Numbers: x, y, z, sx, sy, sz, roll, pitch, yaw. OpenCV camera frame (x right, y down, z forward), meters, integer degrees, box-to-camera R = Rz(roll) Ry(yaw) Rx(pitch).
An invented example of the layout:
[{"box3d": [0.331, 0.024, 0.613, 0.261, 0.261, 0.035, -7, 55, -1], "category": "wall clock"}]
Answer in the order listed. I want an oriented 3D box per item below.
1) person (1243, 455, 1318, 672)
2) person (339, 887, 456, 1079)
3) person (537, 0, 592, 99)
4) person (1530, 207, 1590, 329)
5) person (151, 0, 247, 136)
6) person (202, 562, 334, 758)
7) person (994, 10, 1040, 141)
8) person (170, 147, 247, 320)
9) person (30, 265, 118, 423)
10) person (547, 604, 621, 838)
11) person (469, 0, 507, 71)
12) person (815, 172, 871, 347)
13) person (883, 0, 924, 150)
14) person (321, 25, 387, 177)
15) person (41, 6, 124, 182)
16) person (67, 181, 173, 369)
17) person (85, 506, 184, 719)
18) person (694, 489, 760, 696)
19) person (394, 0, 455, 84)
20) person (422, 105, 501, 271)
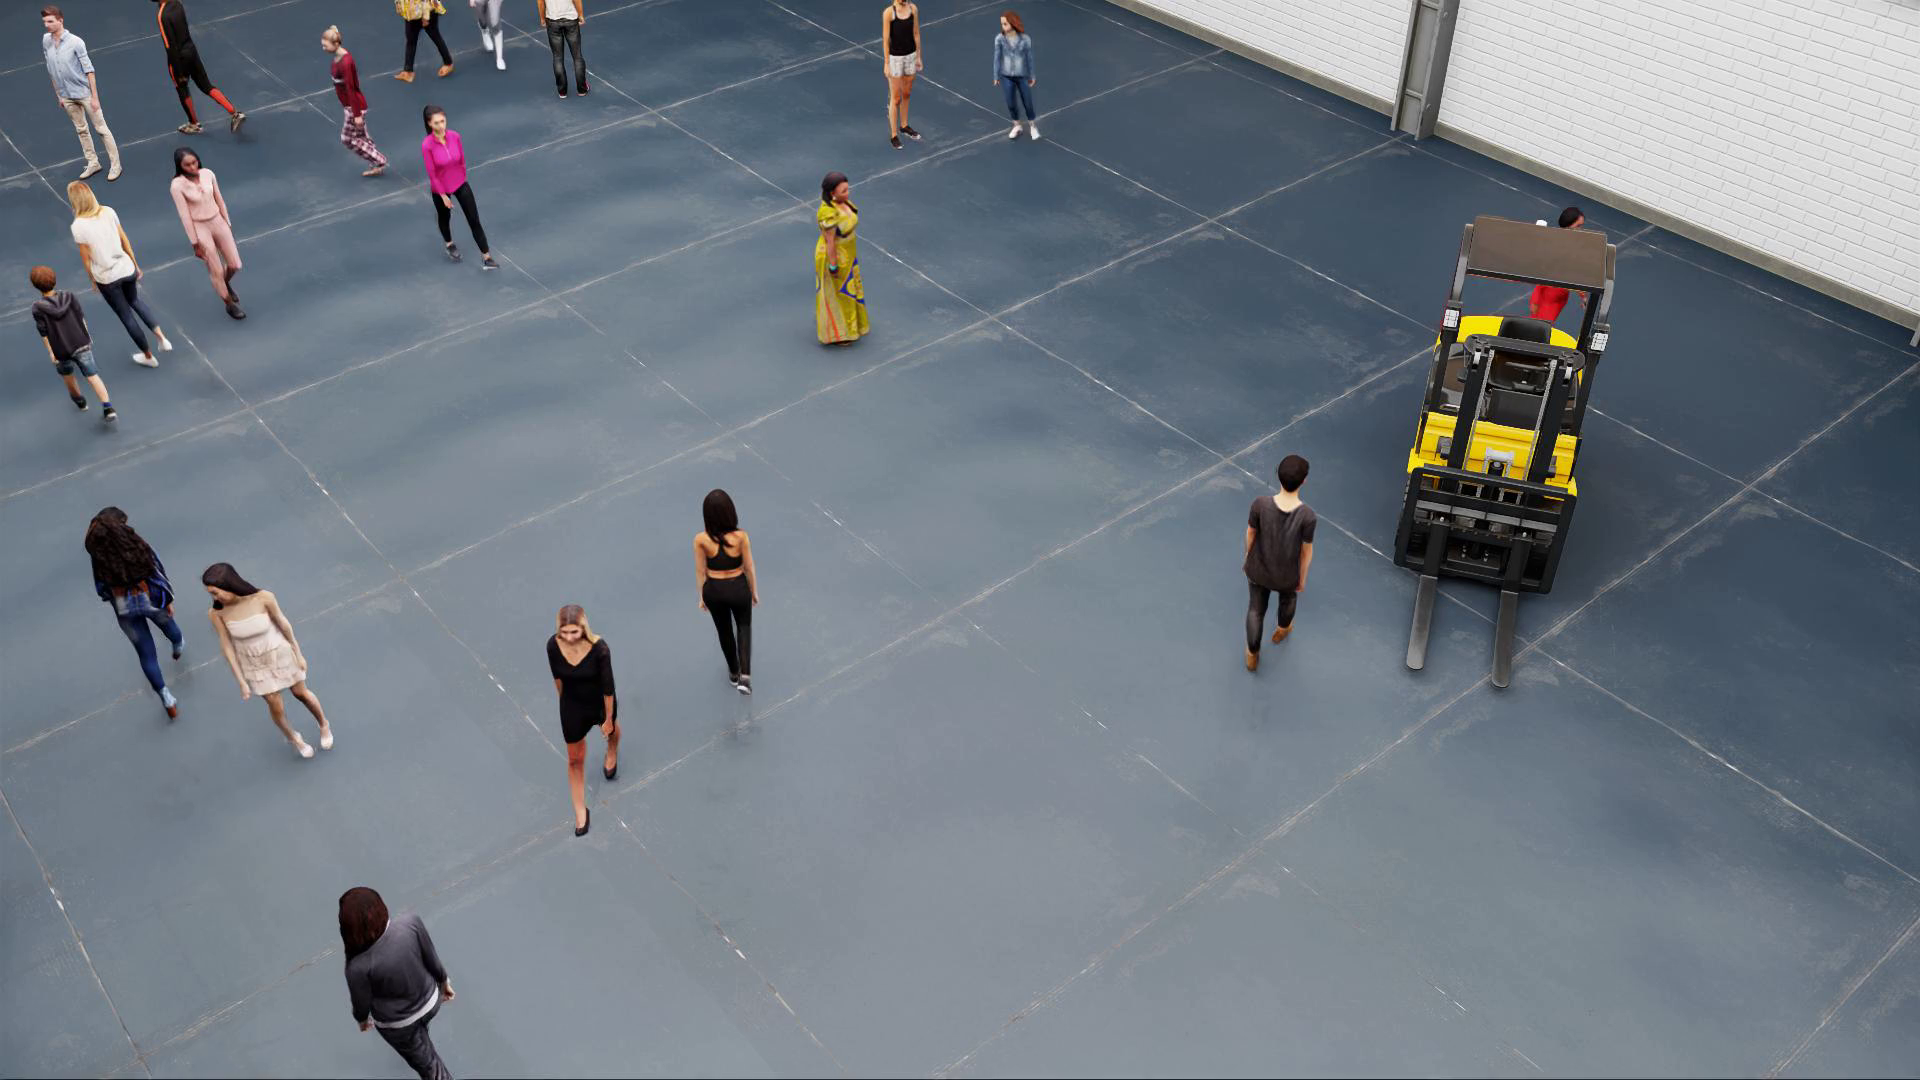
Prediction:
[{"box3d": [2.150, 0.215, 11.422, 0.916, 1.691, 0.920, 12, 40, 15], "category": "person"}, {"box3d": [-2.784, 2.469, 8.576, 1.165, 1.721, 0.816, 25, 45, 28], "category": "person"}, {"box3d": [-4.581, -5.986, 19.106, 0.719, 1.804, 0.709, -6, 39, -8], "category": "person"}, {"box3d": [5.006, -2.064, 14.249, 0.742, 1.735, 1.185, -21, 43, -24], "category": "person"}, {"box3d": [-8.391, -5.252, 18.202, 1.214, 1.774, 1.082, 9, 39, 11], "category": "person"}, {"box3d": [-4.471, 0.774, 10.719, 0.683, 1.695, 0.678, -21, 43, -25], "category": "person"}, {"box3d": [0.644, -5.115, 18.288, 0.683, 1.453, 0.779, -1, 39, -1], "category": "person"}, {"box3d": [-6.918, -2.814, 15.203, 0.756, 1.707, 0.698, 24, 44, 27], "category": "person"}, {"box3d": [-7.422, -1.606, 13.918, 0.576, 1.423, 0.960, -31, 48, -33], "category": "person"}, {"box3d": [-2.311, 0.987, 10.504, 0.986, 1.632, 1.094, 1, 39, 1], "category": "person"}, {"box3d": [-5.695, -6.556, 19.910, 0.849, 1.681, 1.158, -12, 40, -15], "category": "person"}, {"box3d": [-1.103, -2.536, 14.901, 1.020, 1.658, 0.991, 7, 39, 9], "category": "person"}, {"box3d": [-0.656, -5.268, 18.171, 0.655, 1.838, 0.703, -26, 46, -29], "category": "person"}, {"box3d": [-6.283, -4.565, 17.406, 0.832, 1.694, 0.668, -14, 41, -17], "category": "person"}, {"box3d": [-9.248, -4.695, 17.445, 0.712, 1.848, 0.787, 5, 39, 7], "category": "person"}, {"box3d": [-7.265, -2.254, 14.430, 0.747, 1.797, 0.700, 20, 43, 23], "category": "person"}, {"box3d": [-5.493, 0.507, 11.149, 0.801, 1.577, 1.087, -15, 41, -18], "category": "person"}, {"box3d": [-1.571, 0.417, 11.217, 0.784, 1.631, 0.908, -6, 39, -7], "category": "person"}, {"box3d": [-6.248, -6.192, 19.502, 1.000, 1.620, 0.885, 26, 45, 28], "category": "person"}, {"box3d": [-4.954, -3.400, 15.984, 0.581, 1.658, 1.106, -29, 47, -31], "category": "person"}]
